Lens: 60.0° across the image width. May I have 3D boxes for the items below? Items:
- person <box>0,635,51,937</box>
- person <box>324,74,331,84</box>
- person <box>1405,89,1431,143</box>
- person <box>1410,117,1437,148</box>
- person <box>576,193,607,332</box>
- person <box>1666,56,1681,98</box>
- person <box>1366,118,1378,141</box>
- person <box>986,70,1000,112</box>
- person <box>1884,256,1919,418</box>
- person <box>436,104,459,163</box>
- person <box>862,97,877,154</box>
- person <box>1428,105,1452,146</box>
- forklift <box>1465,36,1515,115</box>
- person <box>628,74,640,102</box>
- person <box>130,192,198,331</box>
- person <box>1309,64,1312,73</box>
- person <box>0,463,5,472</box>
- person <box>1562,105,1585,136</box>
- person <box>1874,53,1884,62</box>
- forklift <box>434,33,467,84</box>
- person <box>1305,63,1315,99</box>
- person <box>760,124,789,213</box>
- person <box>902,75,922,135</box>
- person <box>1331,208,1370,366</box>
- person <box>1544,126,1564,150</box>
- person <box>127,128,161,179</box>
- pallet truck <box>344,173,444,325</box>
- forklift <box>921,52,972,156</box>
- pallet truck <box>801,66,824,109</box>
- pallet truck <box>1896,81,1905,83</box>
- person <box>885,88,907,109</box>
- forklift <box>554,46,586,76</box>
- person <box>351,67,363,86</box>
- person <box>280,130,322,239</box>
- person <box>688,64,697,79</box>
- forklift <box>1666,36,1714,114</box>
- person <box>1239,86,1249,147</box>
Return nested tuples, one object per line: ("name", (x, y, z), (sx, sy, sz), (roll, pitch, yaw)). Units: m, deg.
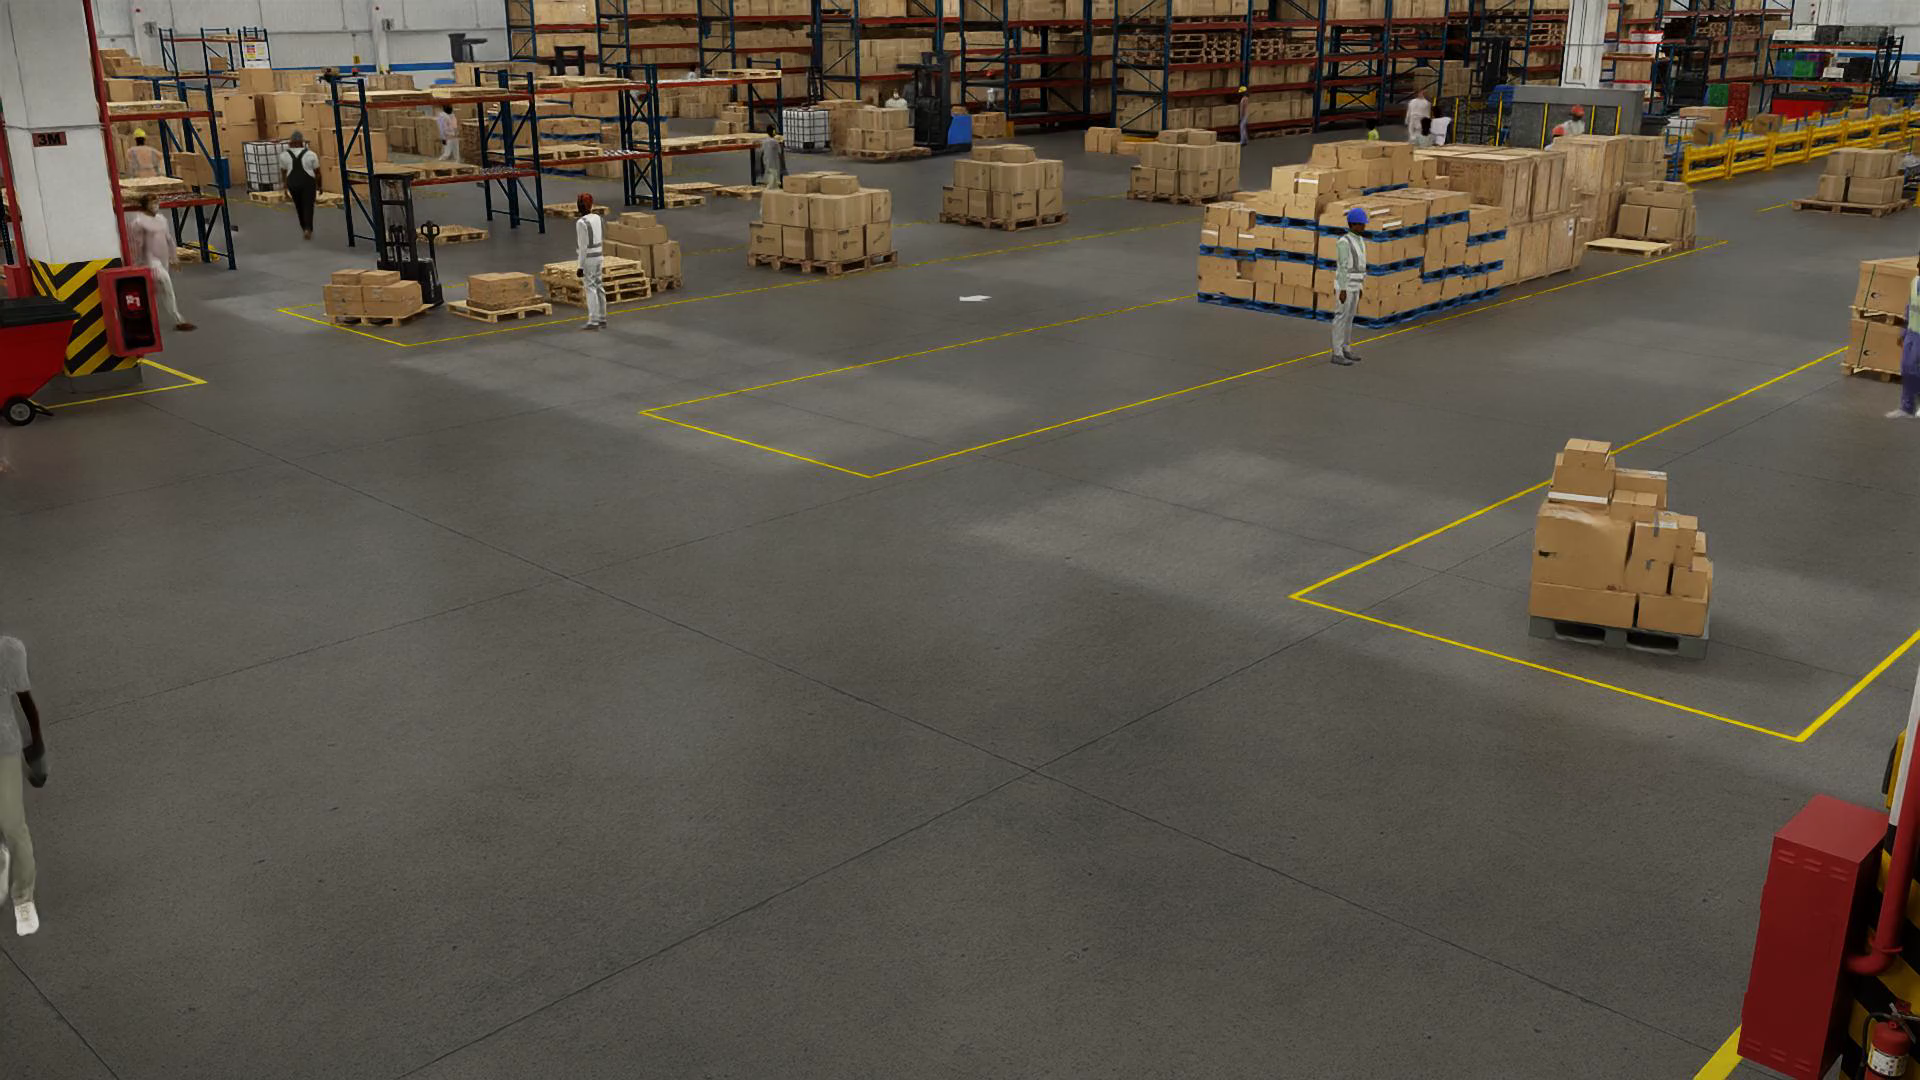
("person", (-4.798, 1.063, 8.187), (0.548, 1.851, 0.460), (-8, 20, -24))
("person", (-22.077, -15.543, 58.514), (0.830, 1.665, 0.529), (9, 20, 25))
("person", (12.668, -11.500, 45.989), (0.674, 1.882, 0.407), (14, 23, 37))
("person", (9.870, -8.093, 35.667), (0.618, 1.932, 0.954), (-4, 19, -11))
("person", (-5.076, -3.803, 22.800), (0.355, 1.883, 0.574), (5, 19, 14))
("person", (30.552, -19.832, 71.283), (0.372, 1.753, 0.528), (-17, 25, -42))
("person", (9.567, -8.951, 38.635), (0.547, 1.681, 0.612), (7, 20, 20))
("person", (1.157, -15.003, 56.524), (0.553, 1.906, 0.924), (17, 25, 41))
("person", (10.408, -2.231, 18.032), (0.448, 1.899, 0.613), (-1, 18, -2))
("person", (-12.961, -10.176, 42.091), (0.699, 1.826, 0.636), (8, 20, 22))
("person", (-2.537, -11.778, 47.284), (0.536, 1.587, 0.895), (5, 19, 15))
("person", (11.374, -9.397, 39.676), (0.694, 1.878, 0.375), (12, 22, 32))
("forklift", (19.973, -17.201, 61.605), (1.873, 2.768, 1.129), (16, 24, 40))
("person", (-11.776, -15.982, 59.924), (0.523, 1.606, 0.808), (1, 18, 2))
("person", (-11.069, -3.824, 22.855), (1.005, 1.896, 0.645), (4, 19, 12))
("person", (14.217, -18.599, 67.802), (0.526, 1.606, 0.456), (-5, 19, -16))
("person", (-9.626, -1.379, 15.581), (0.984, 1.847, 0.585), (-5, 19, -14))
("person", (14.017, -8.859, 37.838), (0.612, 2.008, 0.905), (-12, 22, -33))
("person", (38.901, -19.662, 70.554), (0.407, 1.902, 0.639), (-8, 20, -23))
("forklift", (-19.731, -18.530, 65.609), (1.873, 2.768, 1.129), (1, 18, 4))
("person", (12.584, -16.097, 59.687), (0.594, 1.977, 0.630), (-13, 22, -34))
("person", (-3.889, -7.811, 34.976), (0.518, 1.820, 0.980), (17, 25, 41))
("person", (-1.536, -13.914, 53.282), (0.665, 1.869, 1.070), (3, 19, 9))
("person", (4.876, -3.173, 20.796), (0.389, 1.949, 0.604), (12, 22, 32))
("person", (11.794, -7.233, 33.047), (0.552, 1.937, 0.356), (-2, 18, -6))
("person", (-16.057, -7.135, 32.793), (0.455, 1.908, 0.604), (17, 25, 42))
("pallet truck", (-8.209, -4.181, 23.757), (0.823, 1.965, 1.885), (3, 19, 9))
("forklift", (-0.639, -12.331, 46.934), (1.129, 2.768, 1.873), (17, 25, 41))
("pallet truck", (-4.812, -15.182, 56.903), (0.823, 1.965, 1.885), (-9, 21, -26))
("pallet truck", (34.802, -16.331, 61.455), (0.653, 1.274, 1.630), (17, 25, 41))
("person", (-1.771, -11.567, 46.131), (0.642, 1.919, 0.569), (-3, 19, -10))
("forklift", (-12.071, -13.979, 51.899), (1.873, 2.768, 1.129), (17, 25, 41))
("person", (-21.170, -15.692, 58.626), (1.029, 1.890, 0.561), (11, 21, 29))
("person", (-12.402, -6.719, 31.336), (0.683, 2.000, 0.980), (-4, 19, -11))
("person", (-10.432, -17.817, 65.324), (0.563, 1.672, 0.553), (-12, 22, -32))
("forklift", (27.341, -17.291, 61.877), (1.129, 2.768, 1.873), (17, 25, 41))
("person", (8.431, -12.634, 49.604), (0.341, 1.757, 0.525), (8, 20, 22))
